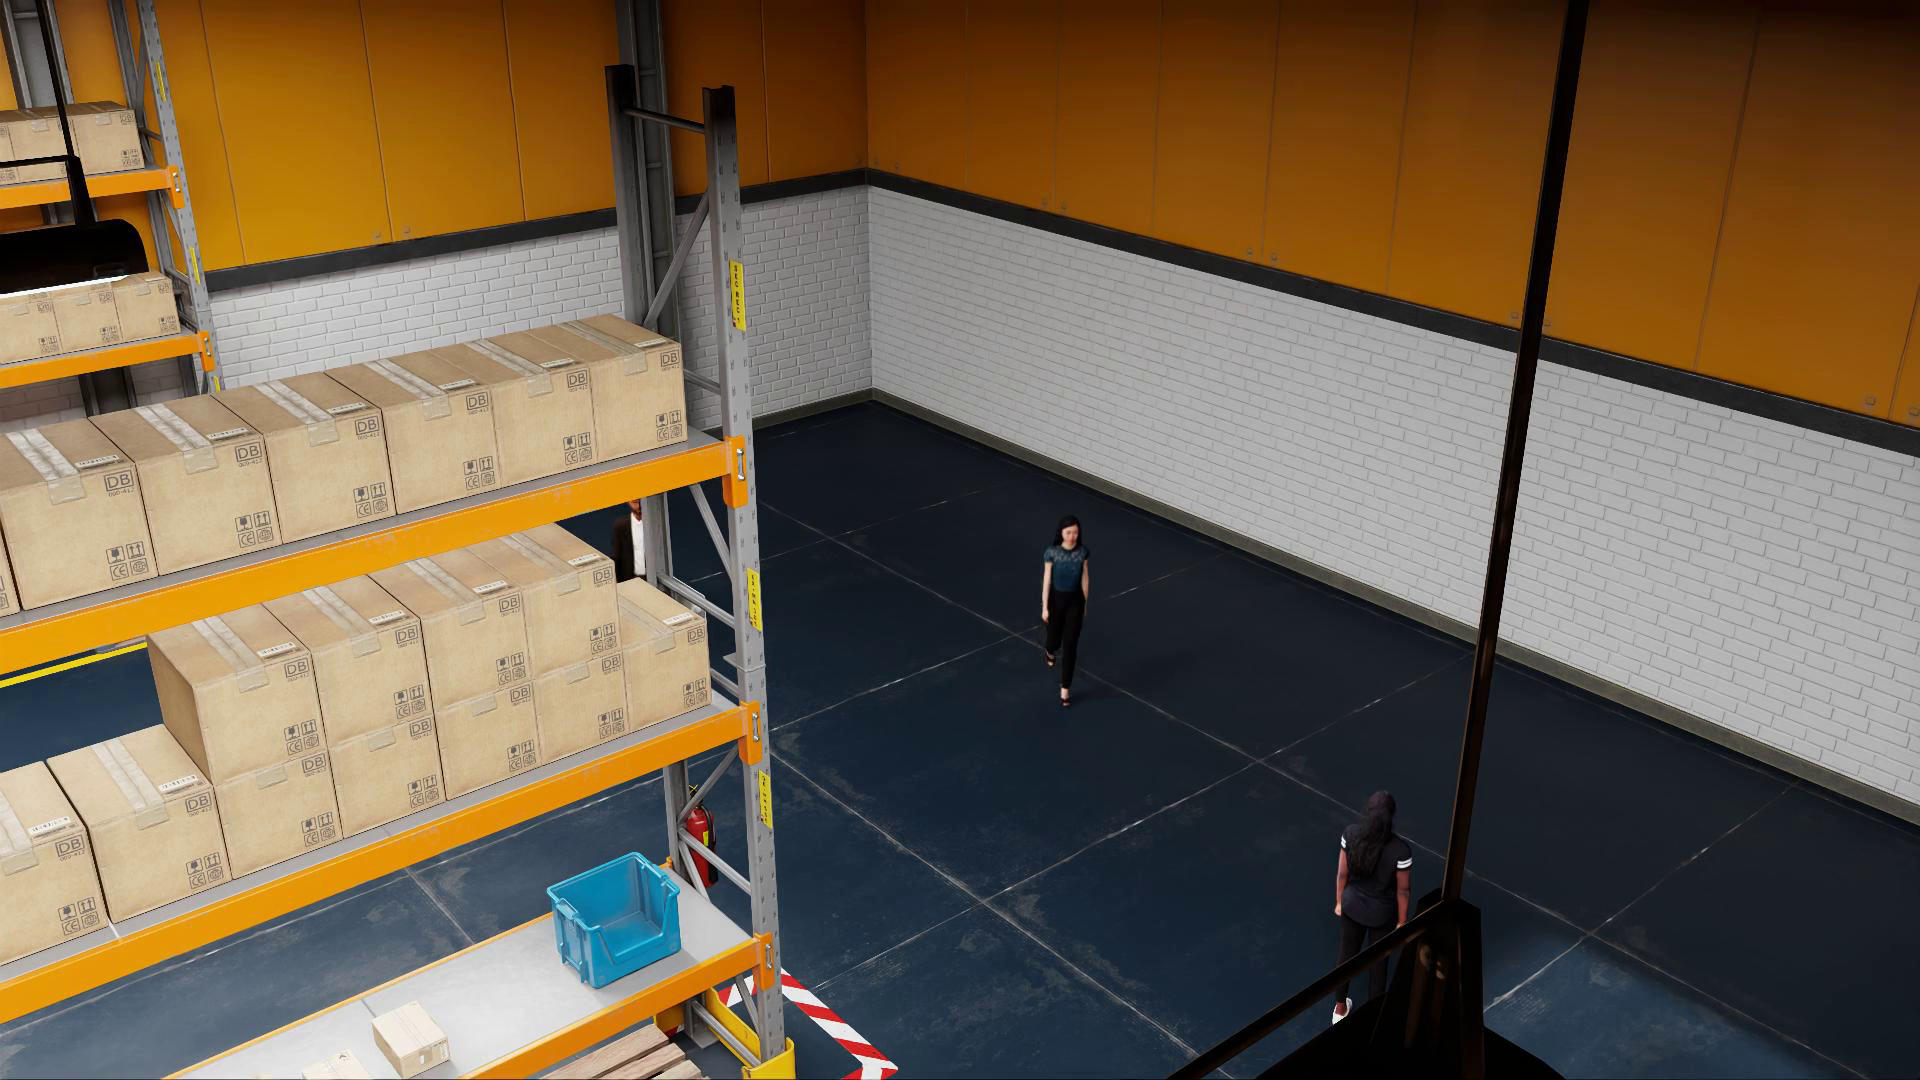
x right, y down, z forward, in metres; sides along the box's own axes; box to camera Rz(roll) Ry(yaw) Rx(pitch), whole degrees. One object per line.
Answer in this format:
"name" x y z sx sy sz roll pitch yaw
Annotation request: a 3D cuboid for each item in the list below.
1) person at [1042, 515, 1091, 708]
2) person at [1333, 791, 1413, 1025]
"person" 0.886 0.565 14.389 0.883 1.724 0.879 -3 24 -8
"person" 2.558 2.314 10.385 0.673 1.727 0.654 16 28 32
